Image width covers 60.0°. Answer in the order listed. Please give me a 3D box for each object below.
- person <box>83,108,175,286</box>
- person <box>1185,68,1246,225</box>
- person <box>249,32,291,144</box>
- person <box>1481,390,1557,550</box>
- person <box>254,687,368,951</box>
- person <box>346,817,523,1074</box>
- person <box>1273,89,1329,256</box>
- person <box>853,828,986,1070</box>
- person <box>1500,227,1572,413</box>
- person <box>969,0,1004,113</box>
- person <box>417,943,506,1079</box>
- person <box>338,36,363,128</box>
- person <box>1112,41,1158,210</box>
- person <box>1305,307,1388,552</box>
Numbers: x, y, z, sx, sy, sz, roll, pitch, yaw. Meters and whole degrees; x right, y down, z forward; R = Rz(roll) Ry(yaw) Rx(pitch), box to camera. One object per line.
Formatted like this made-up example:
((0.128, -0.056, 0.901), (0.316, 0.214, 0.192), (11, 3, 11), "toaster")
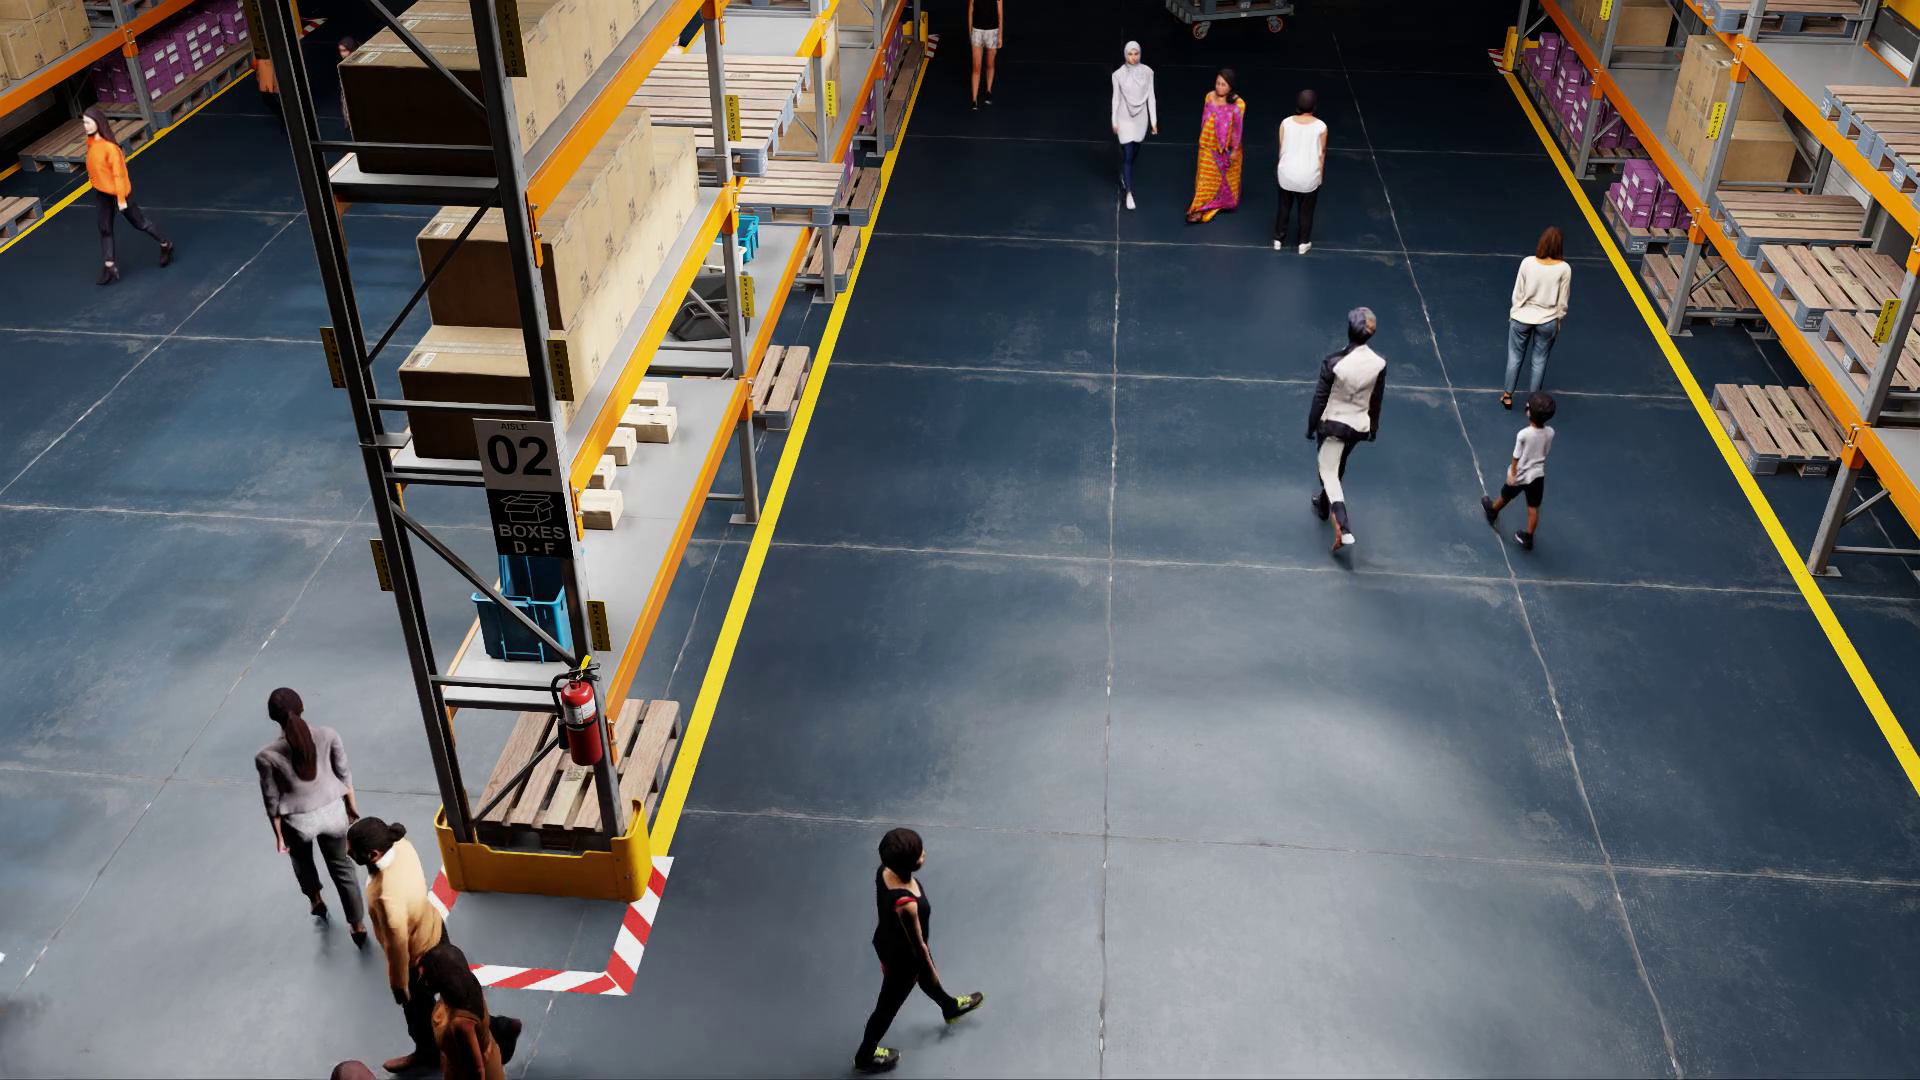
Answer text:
((-8.283, -3.435, 16.481), (0.963, 1.710, 1.205), (19, 38, 26), "person")
((2.825, -4.247, 17.739), (1.022, 1.669, 1.262), (21, 39, 28), "person")
((-8.096, -5.583, 19.713), (0.746, 1.710, 0.718), (-1, 34, -2), "person")
((4.301, -0.493, 12.488), (0.639, 1.231, 0.881), (-7, 34, -10), "person")
((-3.487, 1.568, 9.012), (0.830, 1.647, 0.900), (-19, 38, -26), "person")
((-2.627, 2.030, 8.238), (0.928, 1.734, 1.005), (-8, 34, -12), "person")
((3.471, -3.772, 17.012), (0.749, 1.684, 0.750), (16, 37, 22), "person")
((-0.360, 2.084, 8.358), (0.838, 1.512, 0.993), (-10, 35, -14), "person")
((4.899, -1.874, 14.158), (0.682, 1.683, 0.656), (15, 36, 21), "person")
((0.340, -6.336, 20.762), (0.589, 1.802, 1.067), (2, 34, 3), "person")
((-2.169, 2.447, 7.661), (0.762, 1.678, 0.711), (-11, 35, -16), "person")
((-6.555, -4.746, 18.458), (0.675, 1.705, 0.700), (13, 36, 18), "person")
((1.879, -4.586, 18.181), (0.819, 1.745, 1.189), (-4, 34, -6), "person")
((2.869, -0.794, 12.371), (0.915, 1.861, 1.241), (-7, 34, -10), "person")
